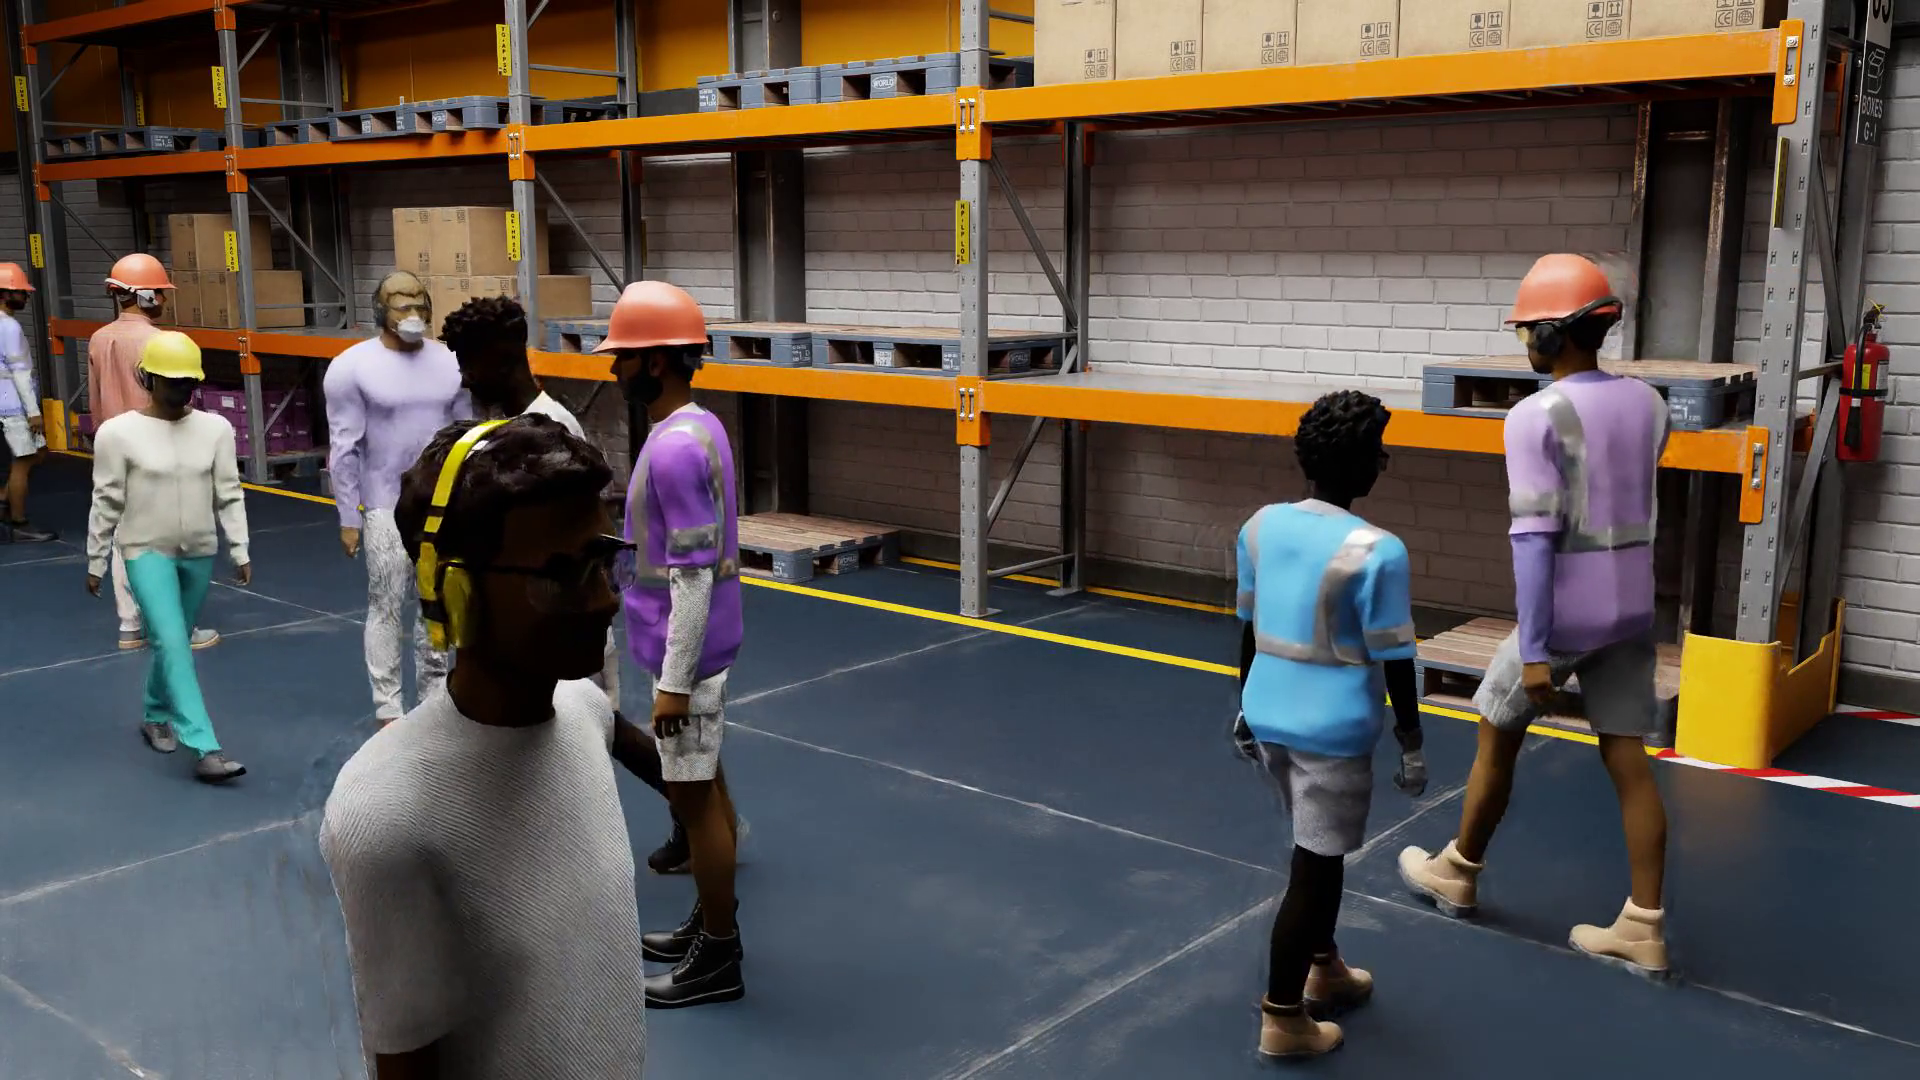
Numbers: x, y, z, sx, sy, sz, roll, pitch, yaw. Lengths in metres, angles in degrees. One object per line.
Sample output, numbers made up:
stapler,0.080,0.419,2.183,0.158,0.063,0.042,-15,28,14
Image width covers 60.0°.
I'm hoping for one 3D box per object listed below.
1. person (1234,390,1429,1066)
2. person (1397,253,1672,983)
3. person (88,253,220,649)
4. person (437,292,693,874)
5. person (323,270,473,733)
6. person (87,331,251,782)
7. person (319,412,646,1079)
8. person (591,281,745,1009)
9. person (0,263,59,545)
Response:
person,0.980,0.463,4.177,0.632,1.672,0.547,-5,11,-28
person,1.697,0.194,4.799,0.631,1.998,0.983,-5,11,-25
person,-4.075,-0.431,8.363,0.614,1.993,0.395,5,11,27
person,-1.217,0.179,5.175,1.001,1.907,0.678,-5,11,-27
person,-2.257,-0.132,6.830,0.634,1.938,0.363,-10,14,-44
person,-3.041,0.049,6.431,0.932,1.712,0.548,8,13,39
person,-0.458,0.786,1.836,0.389,1.856,0.521,4,11,22
person,-0.771,0.285,4.453,0.375,1.935,0.551,-1,10,-5
person,-6.414,-0.917,11.337,0.400,1.923,0.552,-7,12,-34
